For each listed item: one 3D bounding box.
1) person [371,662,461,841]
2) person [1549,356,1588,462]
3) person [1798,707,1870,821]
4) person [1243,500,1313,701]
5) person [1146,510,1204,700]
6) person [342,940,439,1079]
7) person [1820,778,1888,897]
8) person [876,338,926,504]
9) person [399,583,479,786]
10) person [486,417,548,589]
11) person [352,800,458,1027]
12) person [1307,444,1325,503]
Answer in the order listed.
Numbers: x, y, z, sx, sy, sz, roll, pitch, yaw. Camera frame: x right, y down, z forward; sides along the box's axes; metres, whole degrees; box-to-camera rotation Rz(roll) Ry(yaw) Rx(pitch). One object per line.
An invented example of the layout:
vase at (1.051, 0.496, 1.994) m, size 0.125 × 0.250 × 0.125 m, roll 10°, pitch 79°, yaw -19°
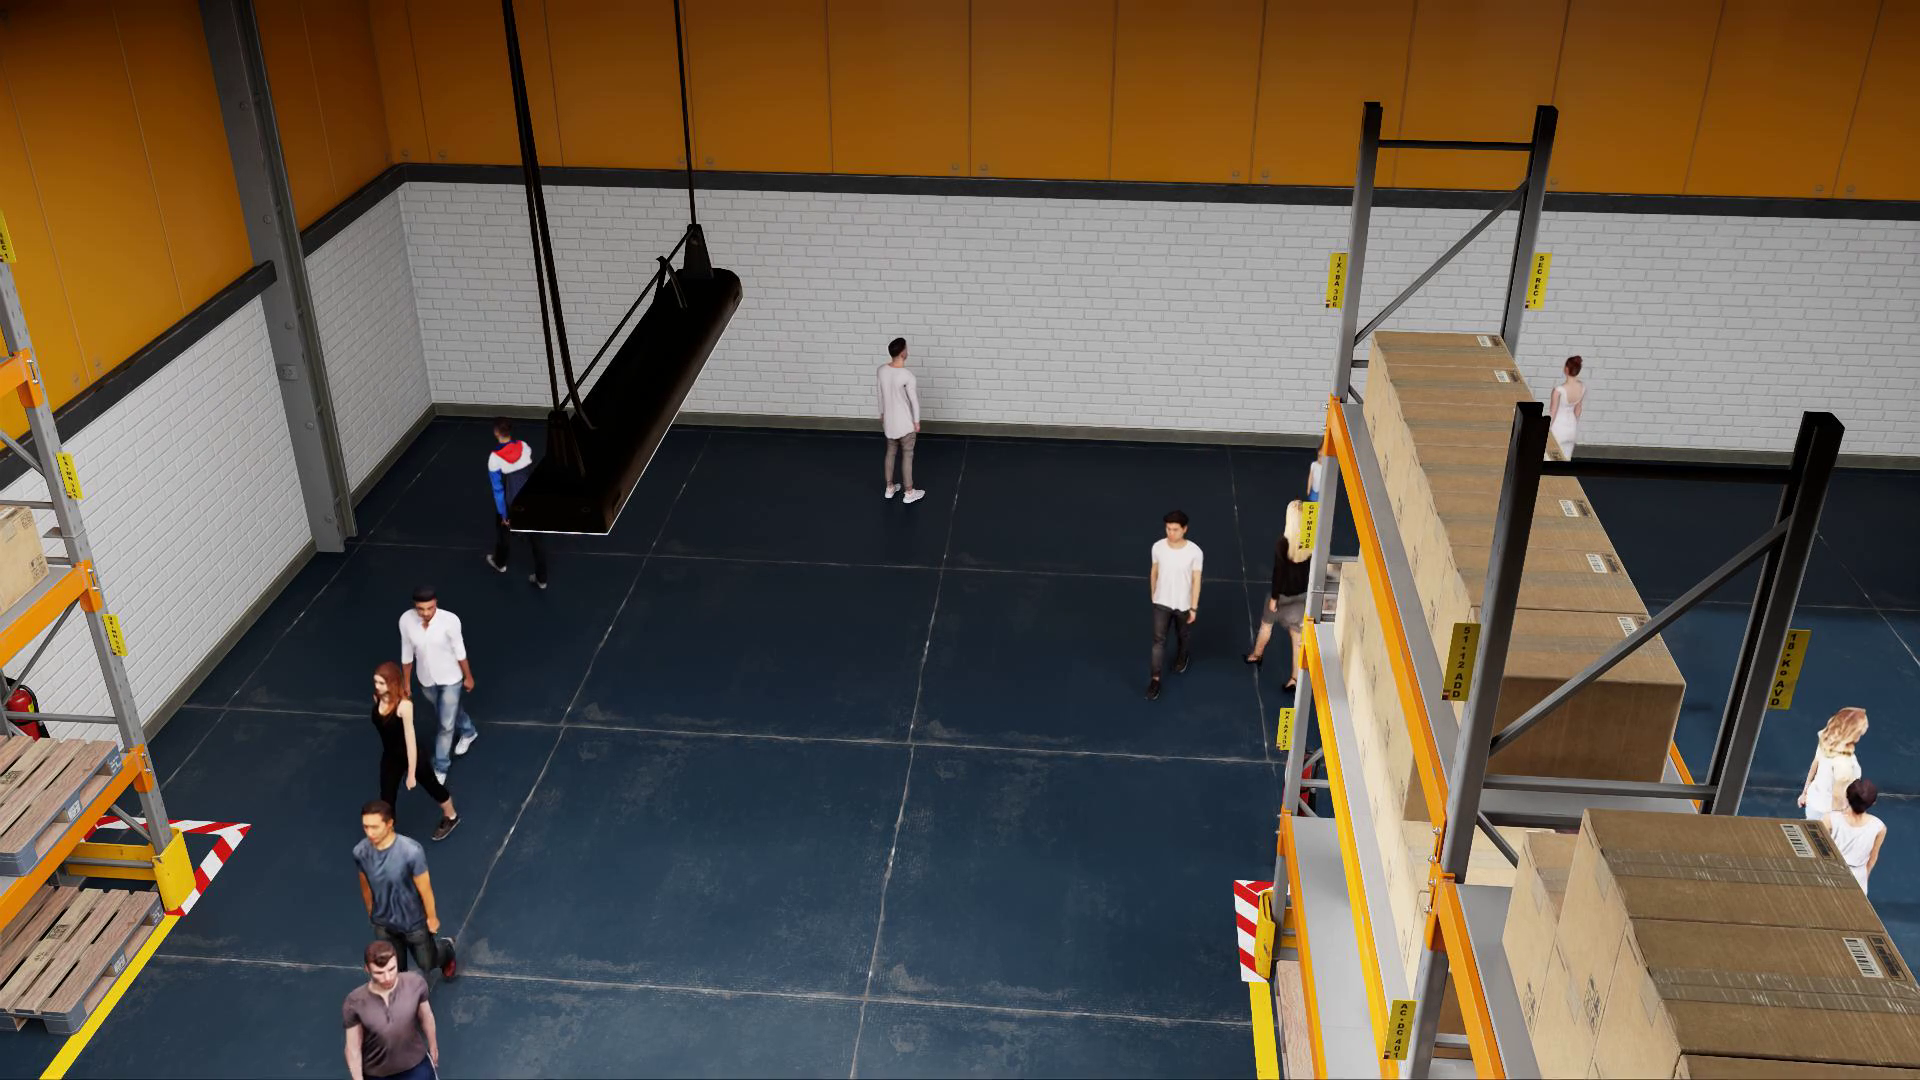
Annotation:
person at (-4.073, 1.601, 12.452) m, size 0.926 × 1.688 × 1.215 m, roll 16°, pitch 32°, yaw 27°
person at (6.249, -1.090, 17.275) m, size 0.641 × 1.793 × 0.618 m, roll -9°, pitch 30°, yaw -16°
person at (6.051, 1.929, 11.835) m, size 0.751 × 1.702 × 0.951 m, roll 5°, pitch 29°, yaw 10°
person at (2.884, 0.546, 14.254) m, size 0.938 × 1.812 × 1.076 m, roll -14°, pitch 31°, yaw -23°
person at (1.909, 0.491, 14.495) m, size 0.802 × 1.679 × 1.143 m, roll 10°, pitch 30°, yaw 18°
person at (-3.316, 3.020, 9.729) m, size 1.052 × 1.803 × 1.273 m, roll -12°, pitch 31°, yaw -21°
person at (5.953, 2.288, 11.282) m, size 0.625 × 1.600 × 0.626 m, roll 10°, pitch 30°, yaw 18°
person at (-0.641, -1.284, 17.581) m, size 0.752 × 1.840 × 0.737 m, roll 18°, pitch 33°, yaw 29°
person at (-4.149, 1.054, 13.385) m, size 0.710 × 1.754 × 1.109 m, roll 4°, pitch 29°, yaw 7°
person at (-4.191, -0.324, 15.940) m, size 1.060 × 1.726 × 1.107 m, roll -22°, pitch 36°, yaw -35°
person at (-3.606, 2.406, 10.869) m, size 0.664 × 1.789 × 0.977 m, roll 3°, pitch 29°, yaw 6°
person at (3.724, -0.539, 17.078) m, size 0.477 × 1.014 × 0.552 m, roll 10°, pitch 30°, yaw 18°
